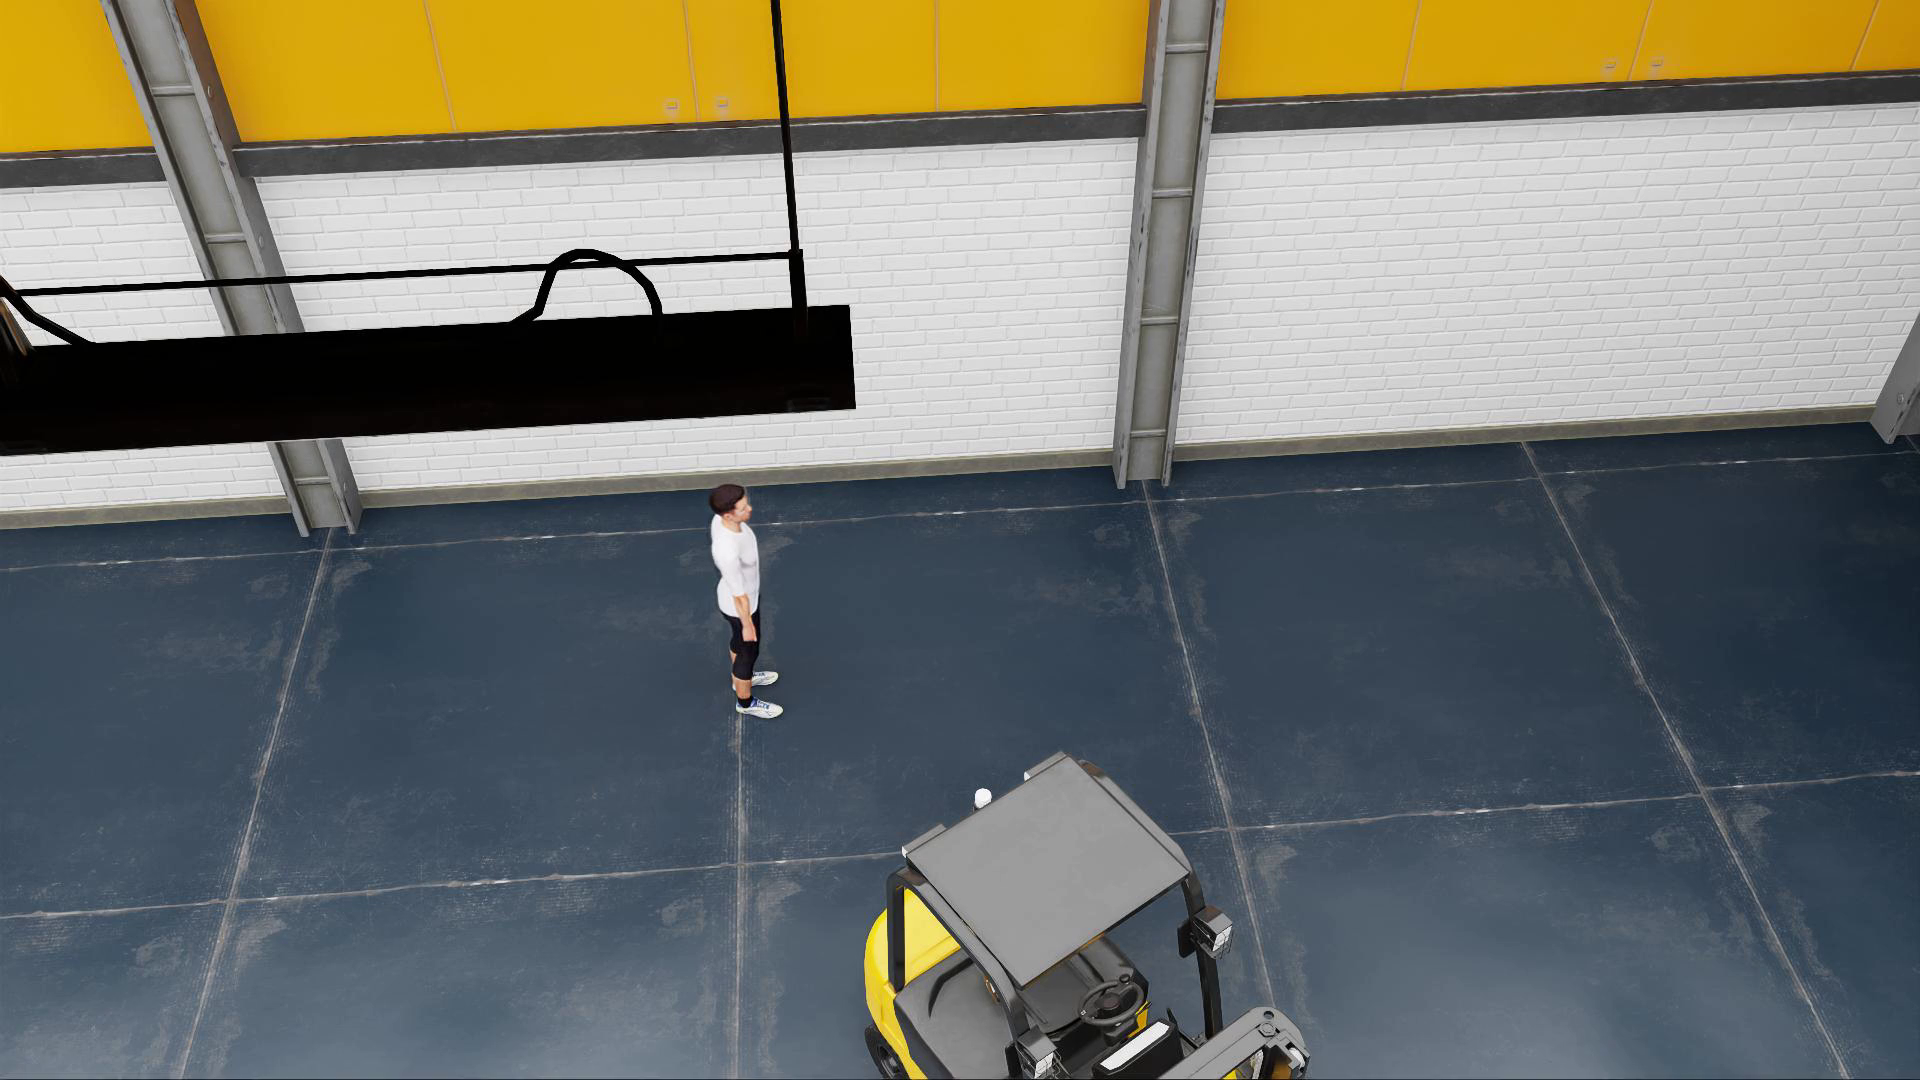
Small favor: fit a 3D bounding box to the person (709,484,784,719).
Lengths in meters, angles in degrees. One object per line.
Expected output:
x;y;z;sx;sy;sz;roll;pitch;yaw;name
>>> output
-1.370;0.356;10.349;0.558;1.851;0.684;-6;44;-7;person
